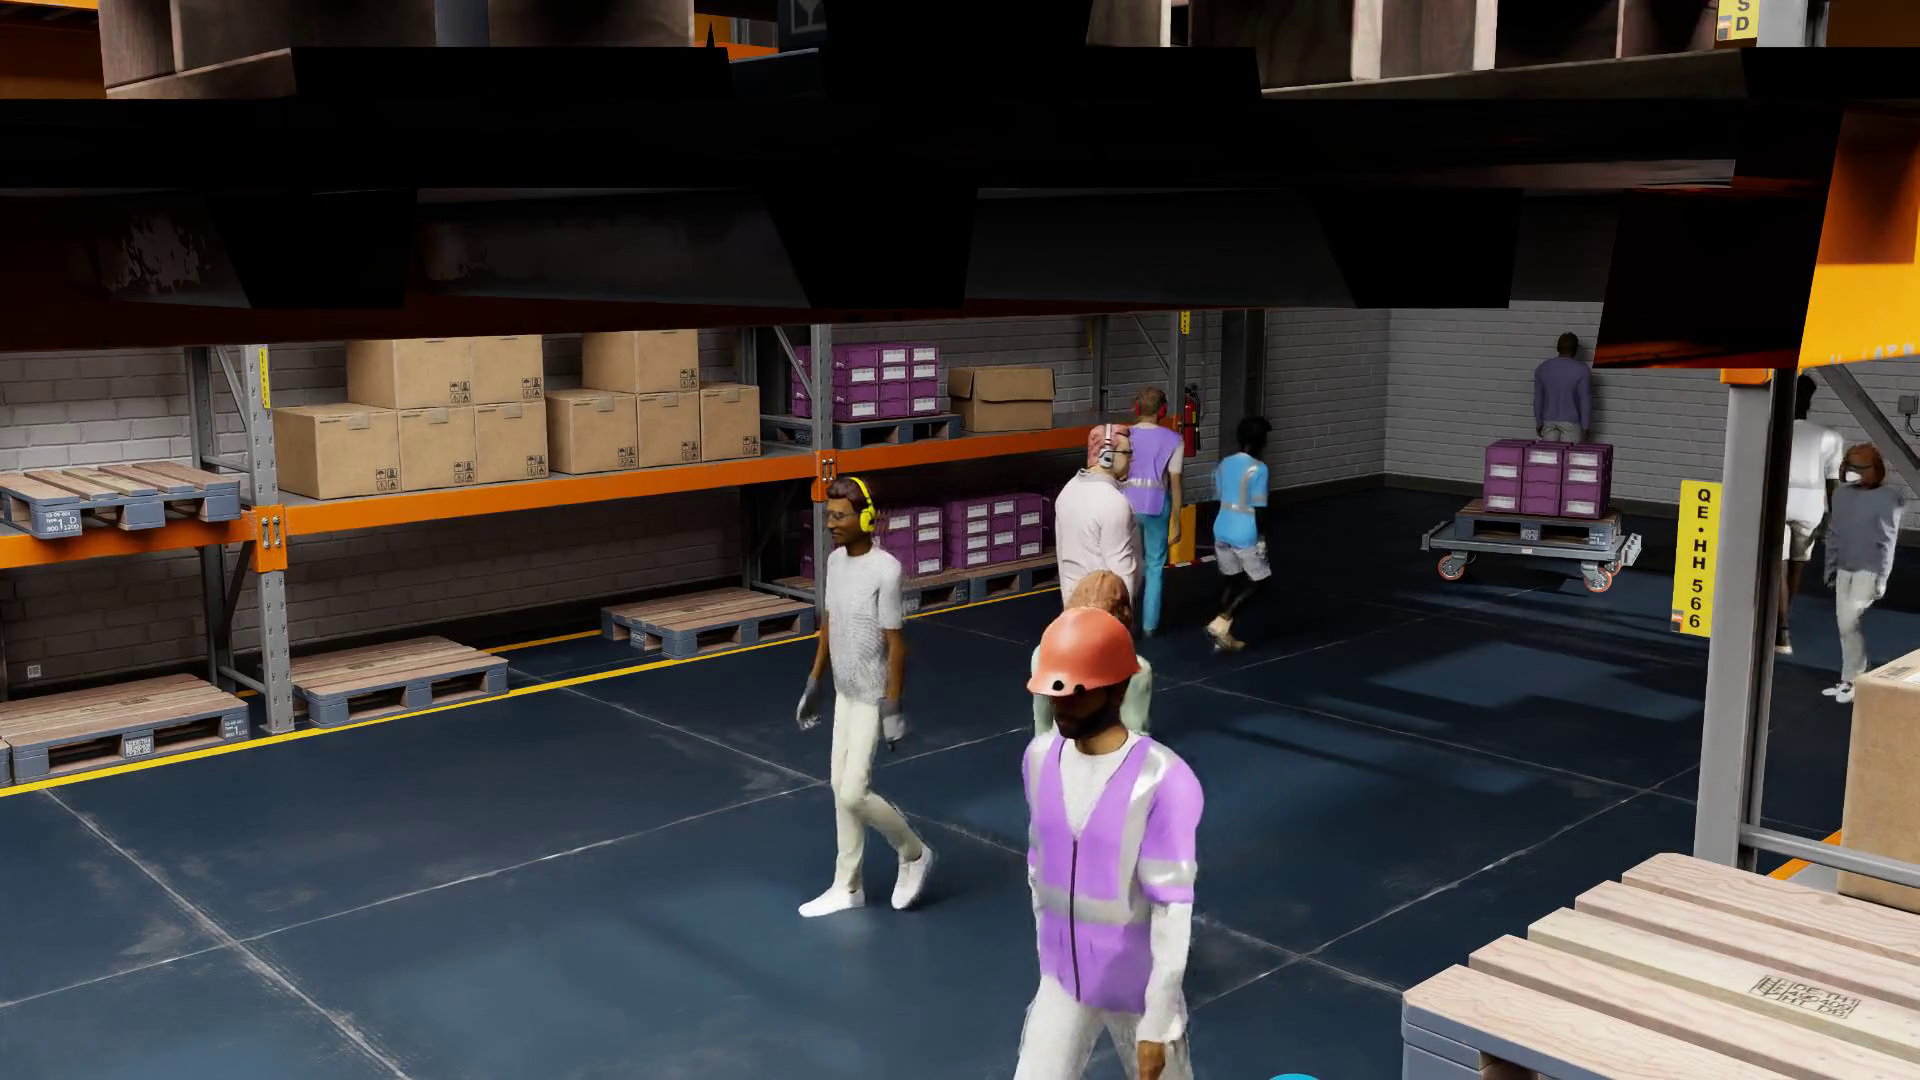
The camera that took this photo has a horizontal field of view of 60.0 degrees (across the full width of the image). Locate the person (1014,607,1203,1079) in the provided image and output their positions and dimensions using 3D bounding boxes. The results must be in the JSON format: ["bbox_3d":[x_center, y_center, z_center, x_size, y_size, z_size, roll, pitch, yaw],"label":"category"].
[{"bbox_3d":[0.363,1.090,4.211,0.559,1.887,0.992,8,12,38],"label":"person"}]

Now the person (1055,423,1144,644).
[{"bbox_3d":[0.732,0.359,8.437,0.400,1.905,0.644,-4,10,-21],"label":"person"}]

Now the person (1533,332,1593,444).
[{"bbox_3d":[6.396,-1.233,17.653,0.359,1.938,0.635,-9,13,-41],"label":"person"}]

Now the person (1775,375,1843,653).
[{"bbox_3d":[5.814,-0.204,11.720,0.626,1.907,1.014,2,10,11],"label":"person"}]

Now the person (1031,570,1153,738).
[{"bbox_3d":[0.475,0.908,6.054,0.496,1.613,0.382,5,11,26],"label":"person"}]

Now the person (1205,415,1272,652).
[{"bbox_3d":[1.897,-0.022,11.334,0.428,1.667,0.547,-5,11,-25],"label":"person"}]

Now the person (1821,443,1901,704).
[{"bbox_3d":[5.472,0.215,10.139,0.499,1.611,0.534,-3,10,-15],"label":"person"}]

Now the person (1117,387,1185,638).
[{"bbox_3d":[1.283,-0.168,11.771,0.565,1.819,0.629,5,11,25],"label":"person"}]

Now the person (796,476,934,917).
[{"bbox_3d":[-0.424,0.649,6.872,0.493,1.857,0.548,-6,11,-32],"label":"person"}]
